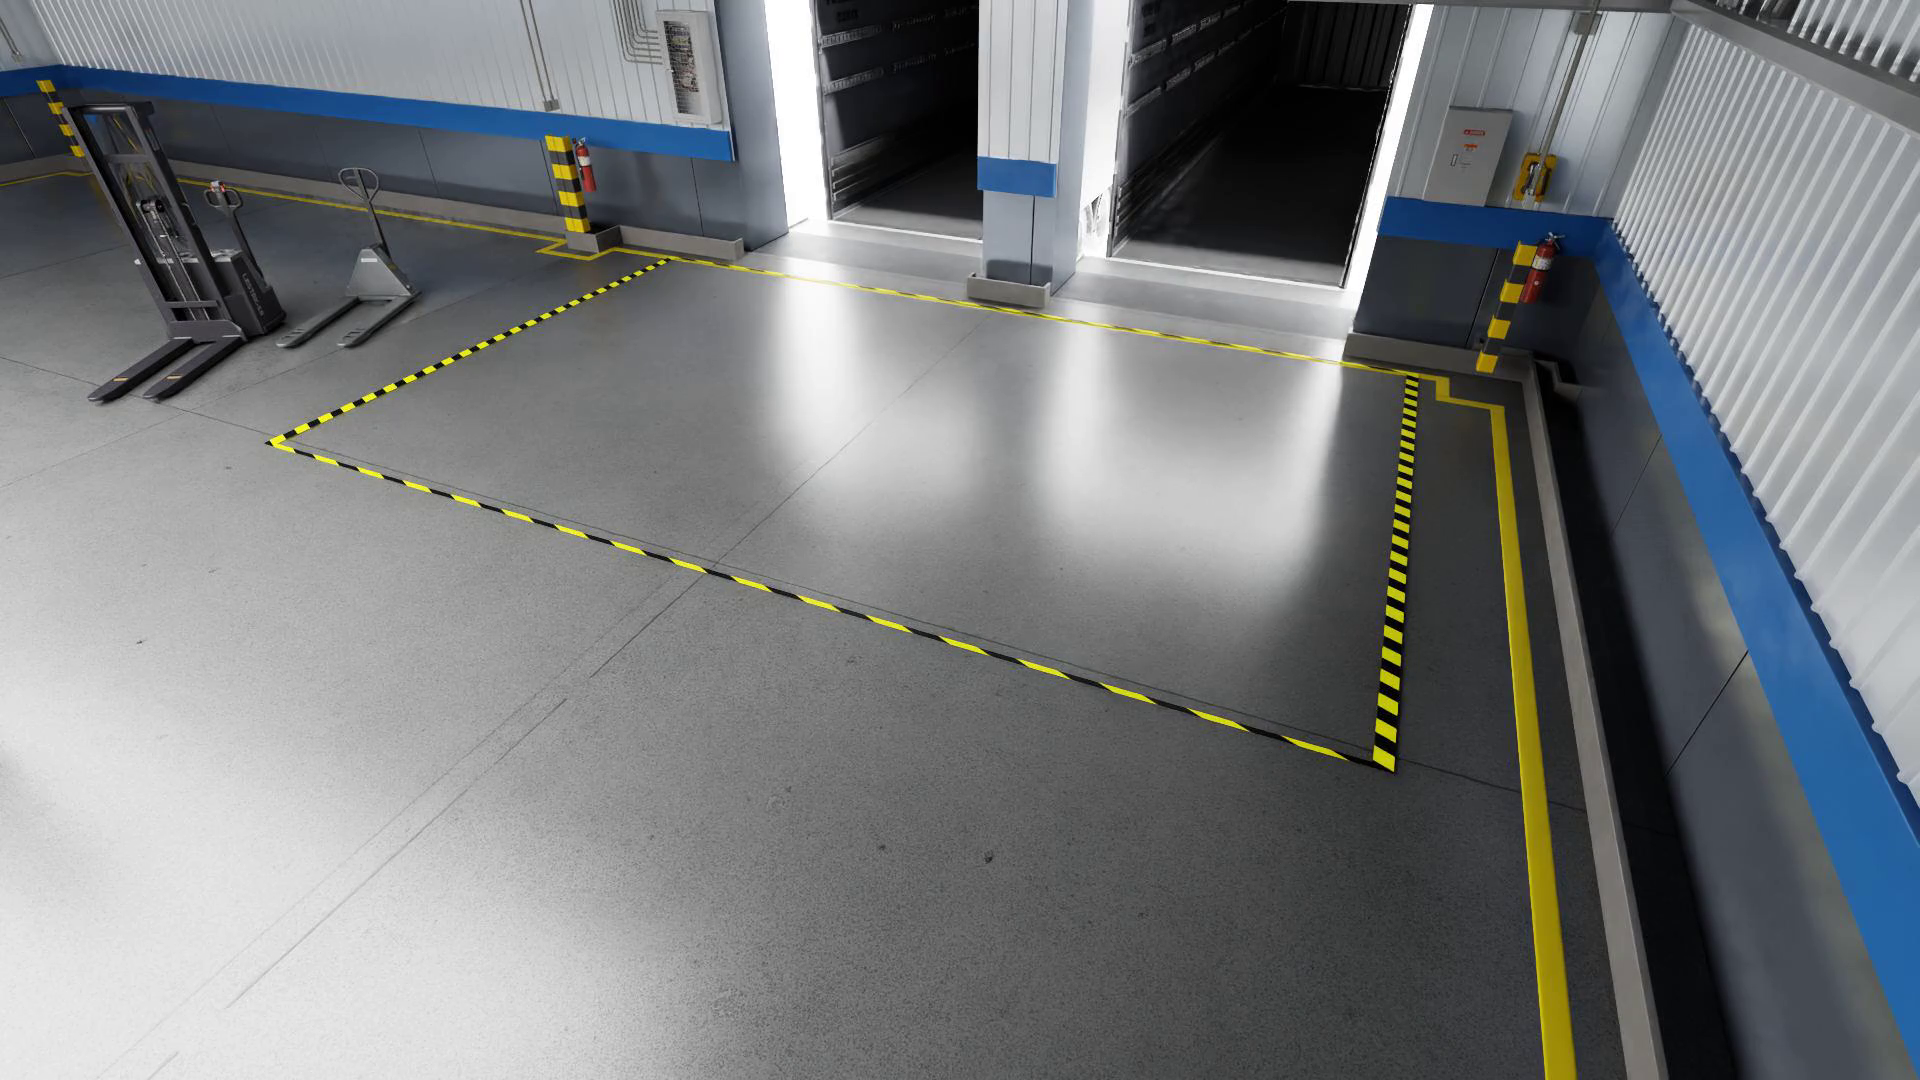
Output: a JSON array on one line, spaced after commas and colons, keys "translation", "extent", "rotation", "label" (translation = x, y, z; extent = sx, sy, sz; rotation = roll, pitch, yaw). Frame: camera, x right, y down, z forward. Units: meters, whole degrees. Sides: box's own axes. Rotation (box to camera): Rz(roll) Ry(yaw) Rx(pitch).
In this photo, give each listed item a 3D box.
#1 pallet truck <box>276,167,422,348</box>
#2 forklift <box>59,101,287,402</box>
[{"translation": [-5.732, -2.611, 8.414], "extent": [0.680, 1.201, 1.601], "rotation": [-1, 35, -1], "label": "pallet truck"}, {"translation": [-6.686, -2.387, 7.434], "extent": [0.823, 1.965, 1.885], "rotation": [-3, 35, -5], "label": "forklift"}]
